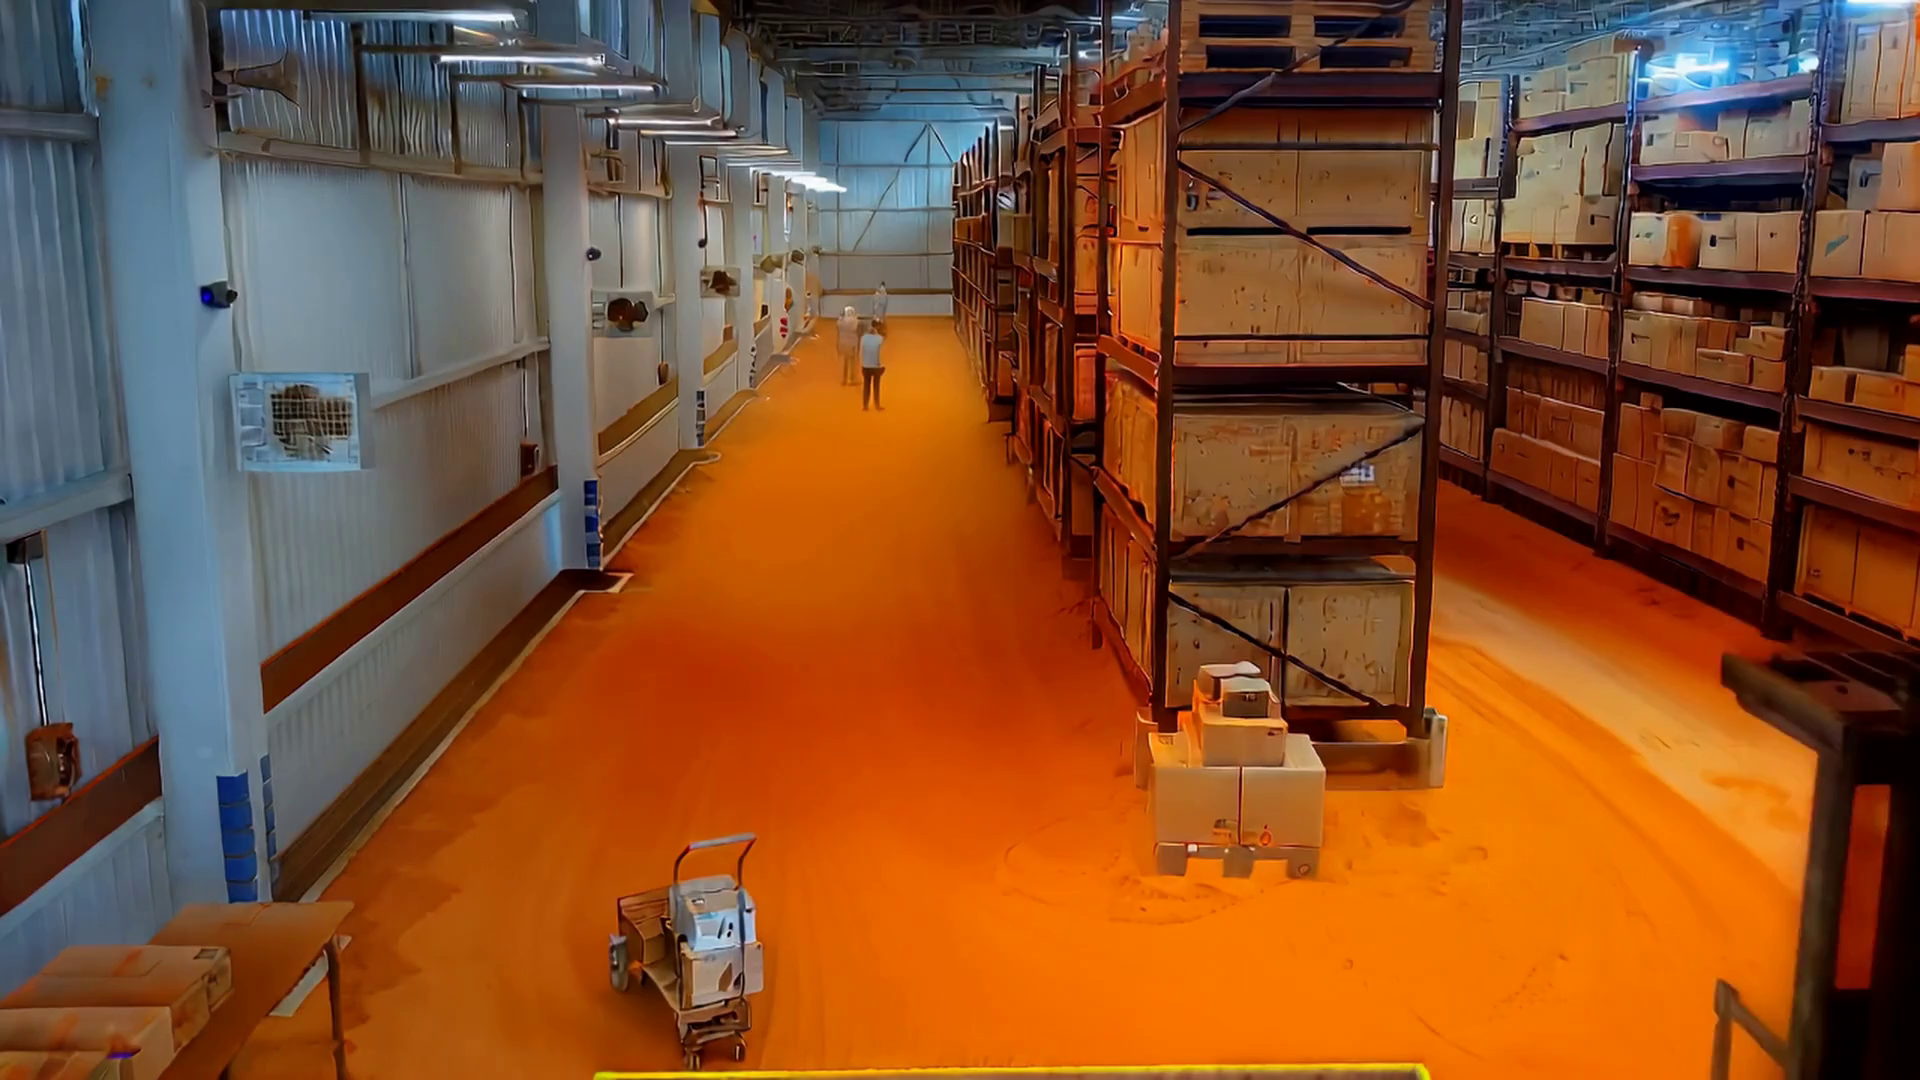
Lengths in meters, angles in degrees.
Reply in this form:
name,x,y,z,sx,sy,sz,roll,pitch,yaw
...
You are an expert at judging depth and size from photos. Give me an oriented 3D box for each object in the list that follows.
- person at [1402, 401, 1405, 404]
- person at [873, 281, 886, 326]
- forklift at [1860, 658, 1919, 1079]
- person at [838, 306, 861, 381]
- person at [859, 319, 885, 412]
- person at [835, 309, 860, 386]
name,x,y,z,sx,sy,sz,roll,pitch,yaw
person,10.067,-3.869,36.624,0.655,1.877,0.889,-1,11,-6
person,-3.094,-9.124,64.285,0.563,1.744,0.354,-8,13,-35
forklift,3.150,1.724,4.881,1.129,2.768,1.873,0,11,-2
person,-2.825,-5.020,42.493,0.589,1.912,0.397,-4,12,-20
person,-1.871,-3.738,35.633,0.618,1.985,0.404,-8,13,-35
person,-2.751,-4.747,41.078,0.641,1.913,0.407,5,12,25
